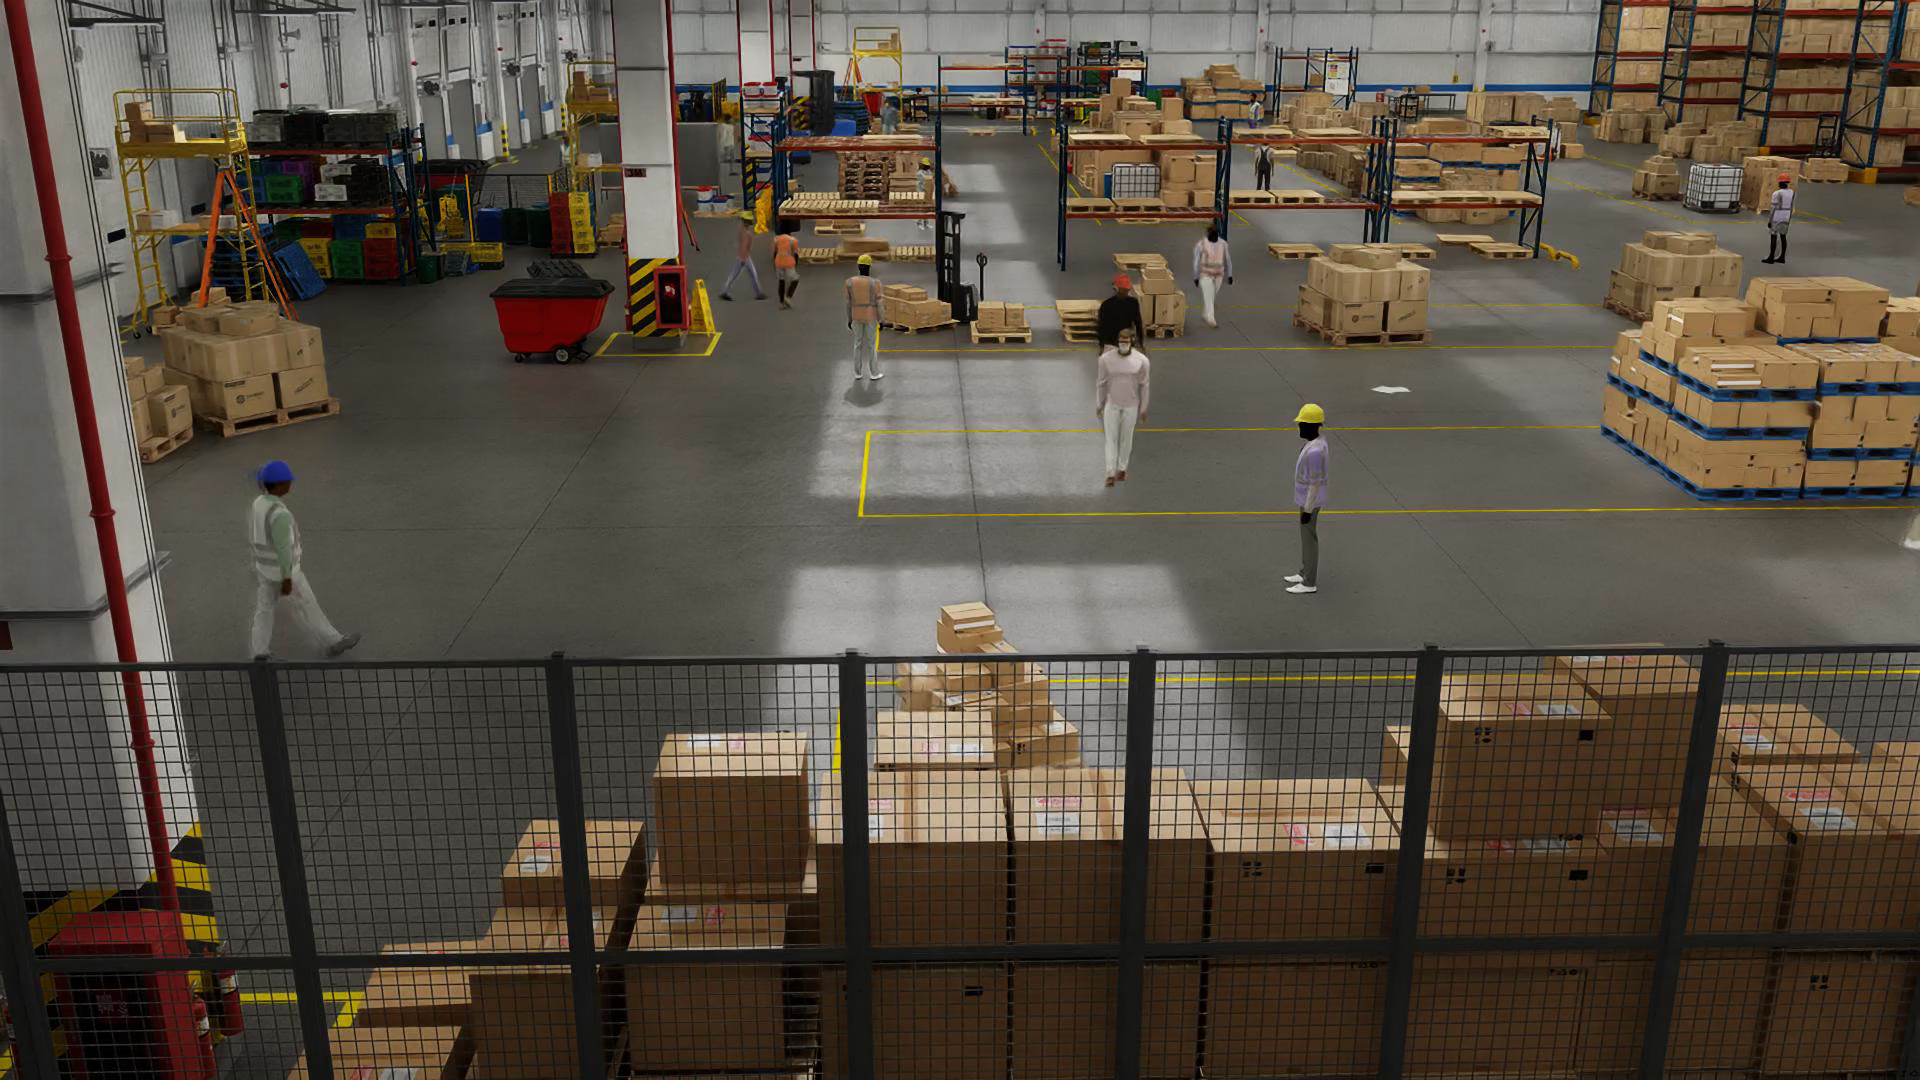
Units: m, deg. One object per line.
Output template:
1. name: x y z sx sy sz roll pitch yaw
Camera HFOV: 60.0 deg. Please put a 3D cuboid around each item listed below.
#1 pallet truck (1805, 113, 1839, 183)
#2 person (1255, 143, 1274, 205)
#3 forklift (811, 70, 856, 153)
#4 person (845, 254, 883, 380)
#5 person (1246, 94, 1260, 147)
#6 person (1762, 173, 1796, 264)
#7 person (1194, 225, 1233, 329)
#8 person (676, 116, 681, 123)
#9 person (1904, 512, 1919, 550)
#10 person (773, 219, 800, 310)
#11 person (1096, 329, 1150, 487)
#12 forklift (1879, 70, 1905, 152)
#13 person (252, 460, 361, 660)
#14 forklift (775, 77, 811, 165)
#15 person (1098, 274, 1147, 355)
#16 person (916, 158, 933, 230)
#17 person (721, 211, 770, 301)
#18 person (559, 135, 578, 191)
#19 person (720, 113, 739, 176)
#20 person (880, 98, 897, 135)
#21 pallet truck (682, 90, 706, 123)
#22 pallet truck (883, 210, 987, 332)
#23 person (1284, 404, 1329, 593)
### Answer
1. pallet truck: 26.403 -11.957 50.702 0.823 1.965 1.885 6 19 16
2. person: 8.302 -10.084 45.379 0.511 1.844 0.328 7 20 21
3. forklift: -4.742 -15.279 59.197 1.873 2.768 1.129 -10 21 -26
4. person: -1.450 -3.398 25.436 0.585 1.918 0.378 4 19 13
5. person: 10.808 -15.445 61.192 0.399 1.915 0.591 -5 19 -15
6. person: 17.711 -6.947 35.958 0.542 1.928 0.399 -5 19 -14
7. person: 4.461 -4.663 29.389 0.634 1.799 0.953 -5 19 -16
8. person: -8.854 -12.243 51.748 0.465 1.865 0.620 -17 25 -41
9. person: 10.642 -0.716 17.615 0.939 1.824 0.571 11 21 29
10. person: -3.218 -5.104 30.850 0.544 1.678 0.345 5 19 14
11. person: 1.953 -1.581 20.041 0.650 1.911 0.837 2 19 6
12. forklift: 32.946 -15.383 59.505 1.873 2.768 1.129 8 20 22
13. person: -5.947 0.202 14.774 0.982 1.892 0.622 -18 25 -42
14. forklift: -5.920 -13.893 55.085 1.873 2.768 1.129 -1 19 -1
15. person: 2.320 -2.773 23.513 0.627 1.963 0.844 -10 21 -27
16. person: -0.855 -8.527 40.934 0.310 1.735 0.484 18 25 42
17. person: -4.159 -5.419 31.743 0.915 1.712 0.527 -7 20 -21
18. person: -11.382 -10.974 48.411 0.519 1.608 0.854 6 20 18
19. person: -7.318 -12.373 52.059 0.722 1.921 0.631 9 21 26
20. person: -2.501 -14.659 58.843 0.626 1.918 0.574 7 20 21
21. pallet truck: -9.671 -15.907 62.421 0.823 1.965 1.885 5 19 15
22. pallet truck: -0.493 -4.759 29.349 1.885 1.965 0.823 -13 23 -34
23. person: 3.462 -0.415 16.571 0.366 1.926 0.594 3 19 9
